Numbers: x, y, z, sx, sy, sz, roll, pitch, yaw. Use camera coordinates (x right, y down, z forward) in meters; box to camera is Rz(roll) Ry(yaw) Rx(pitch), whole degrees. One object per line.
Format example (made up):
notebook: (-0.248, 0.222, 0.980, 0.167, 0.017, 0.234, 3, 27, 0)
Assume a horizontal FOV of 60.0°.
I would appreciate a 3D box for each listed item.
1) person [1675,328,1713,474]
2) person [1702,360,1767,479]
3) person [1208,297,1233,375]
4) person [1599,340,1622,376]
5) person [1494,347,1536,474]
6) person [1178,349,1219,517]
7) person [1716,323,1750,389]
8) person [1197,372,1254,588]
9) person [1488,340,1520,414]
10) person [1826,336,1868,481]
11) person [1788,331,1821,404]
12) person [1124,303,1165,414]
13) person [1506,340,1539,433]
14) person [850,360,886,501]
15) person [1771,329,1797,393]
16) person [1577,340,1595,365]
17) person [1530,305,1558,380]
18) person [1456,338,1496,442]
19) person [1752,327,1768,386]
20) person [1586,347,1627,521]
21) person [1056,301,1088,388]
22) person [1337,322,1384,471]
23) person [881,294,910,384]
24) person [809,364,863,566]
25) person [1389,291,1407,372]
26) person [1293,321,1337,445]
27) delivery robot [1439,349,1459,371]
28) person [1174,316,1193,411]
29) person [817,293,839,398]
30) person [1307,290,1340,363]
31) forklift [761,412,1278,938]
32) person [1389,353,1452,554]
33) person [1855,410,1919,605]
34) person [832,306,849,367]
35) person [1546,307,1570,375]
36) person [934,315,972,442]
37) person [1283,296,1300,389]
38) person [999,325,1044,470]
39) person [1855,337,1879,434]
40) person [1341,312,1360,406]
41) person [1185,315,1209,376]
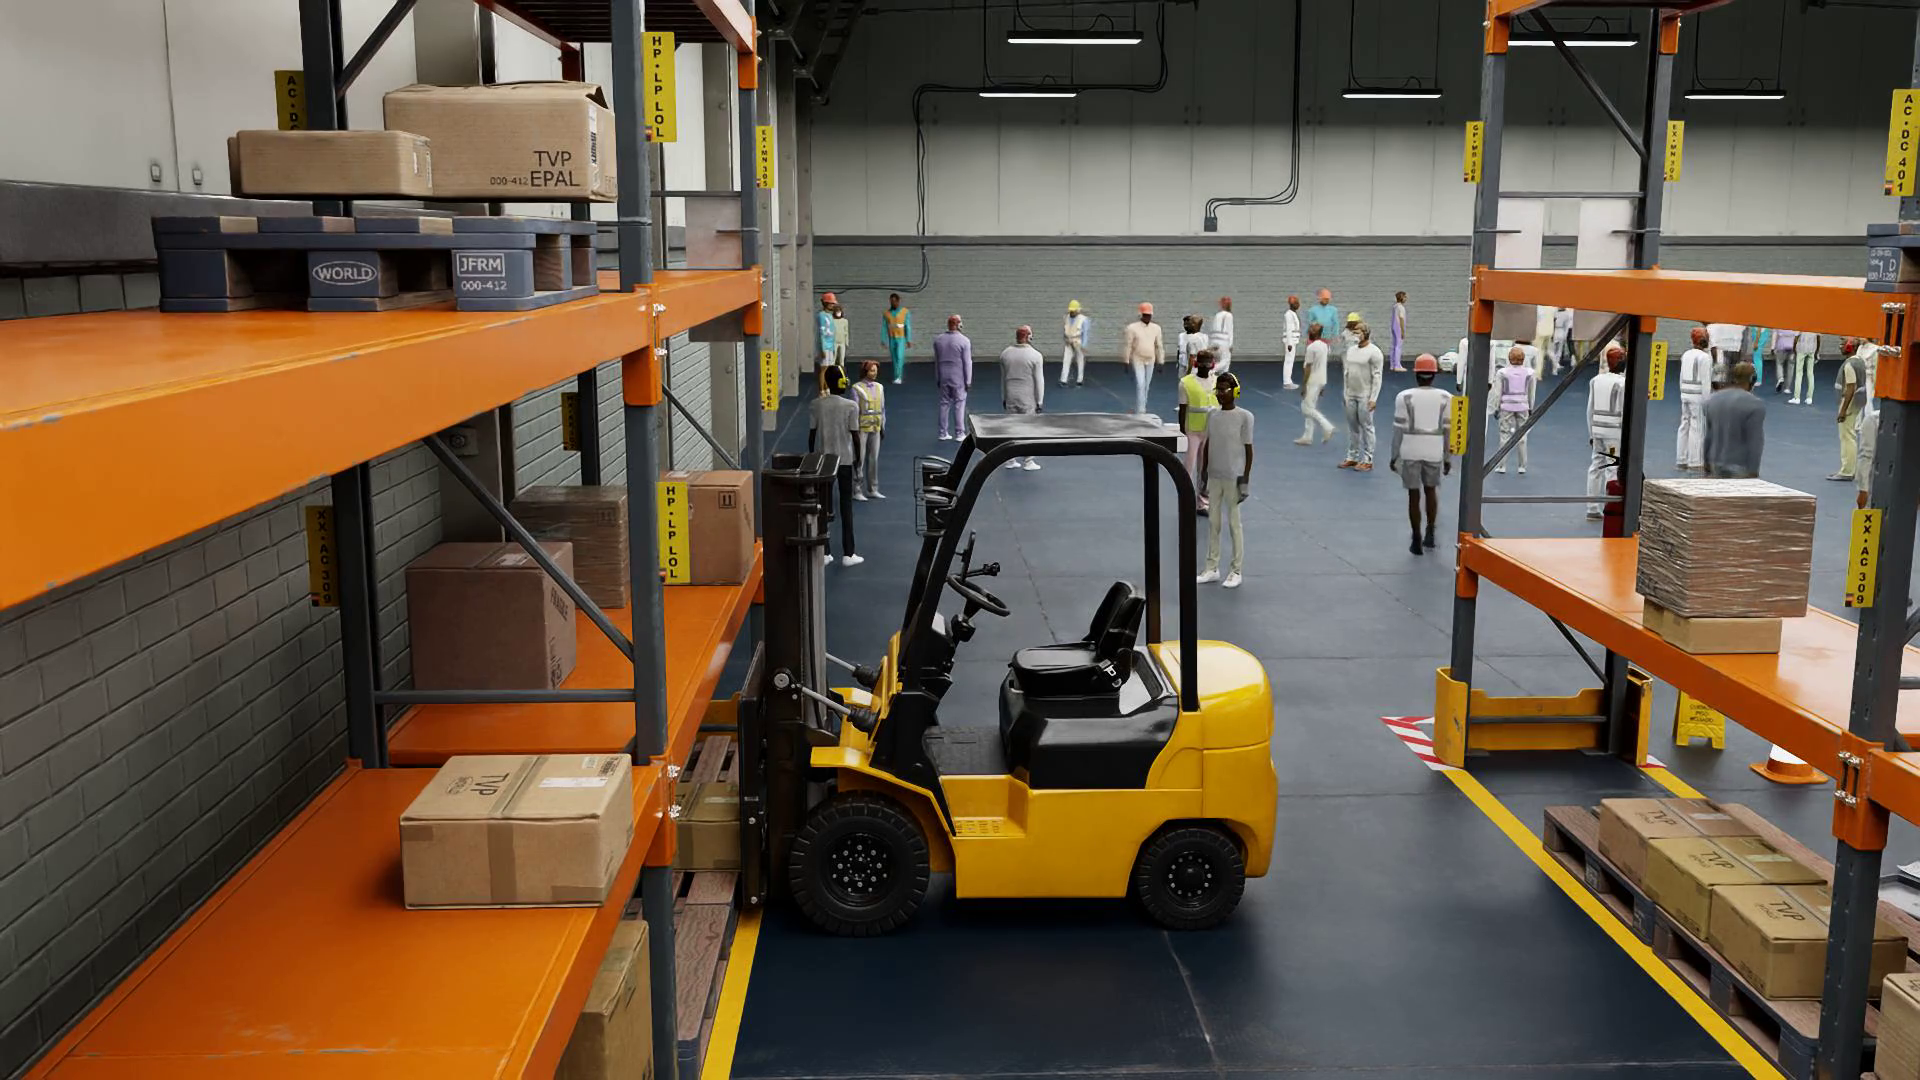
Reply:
person: (9.537, -1.805, 21.551, 0.355, 1.885, 0.575, -1, 10, -8)
person: (7.016, -0.687, 15.268, 0.634, 1.907, 0.671, -5, 11, -25)
person: (5.283, -3.988, 33.772, 0.683, 1.861, 0.607, -4, 11, -20)
person: (9.493, -2.298, 24.197, 0.384, 1.926, 0.550, 5, 11, 27)
person: (7.150, -1.666, 21.458, 0.514, 1.641, 0.307, 1, 10, 6)
person: (2.595, -1.146, 18.002, 0.564, 1.840, 0.397, -5, 12, -28)
person: (14.525, -3.558, 31.379, 0.604, 1.880, 0.952, 6, 12, 29)
person: (2.294, -0.525, 14.461, 0.510, 1.872, 0.328, 9, 14, 41)
person: (9.407, -3.120, 28.825, 0.606, 1.910, 0.393, 9, 14, 41)
person: (11.132, -1.652, 20.804, 0.377, 1.844, 0.567, 8, 13, 37)
person: (15.635, -3.454, 30.769, 0.514, 1.876, 0.328, 1, 10, 3)
person: (3.120, -2.951, 27.692, 0.654, 1.964, 0.836, -3, 11, -18)
person: (8.792, -2.489, 26.062, 0.505, 1.633, 0.279, 1, 10, 5)
person: (-1.071, -1.268, 19.274, 0.313, 1.632, 0.518, 9, 14, 42)
person: (16.343, -3.838, 32.810, 0.608, 1.905, 0.453, 5, 11, 25)
person: (15.319, -5.143, 40.517, 0.536, 1.753, 0.373, 6, 12, 31)
person: (12.534, -4.503, 36.146, 0.696, 2.000, 0.662, -4, 11, -22)
person: (7.688, -2.386, 24.812, 0.577, 1.878, 0.342, -2, 10, -9)
person: (16.577, -4.113, 34.559, 0.359, 1.835, 0.512, 6, 12, 28)
person: (6.899, -1.105, 17.658, 0.360, 1.882, 0.575, -4, 11, -21)
person: (2.297, -3.973, 33.904, 0.606, 1.776, 0.945, 6, 12, 30)
person: (5.243, -1.871, 21.771, 0.368, 1.939, 0.633, -6, 12, -29)
person: (-1.401, -4.208, 34.900, 0.609, 1.894, 0.738, 4, 11, 21)
person: (-1.146, -0.688, 15.404, 0.551, 1.863, 0.359, 3, 11, 15)
person: (10.139, -4.814, 38.423, 0.343, 1.847, 0.507, -2, 10, -9)
person: (5.204, -2.270, 24.278, 0.633, 1.832, 0.533, 7, 13, 35)
delivery robot: (11.110, -4.073, 37.615, 0.477, 0.478, 0.707, 7, 12, 35)
person: (4.013, -3.087, 29.216, 0.315, 1.696, 0.540, -9, 14, -42)
person: (-2.463, -3.607, 31.168, 0.400, 2.039, 0.609, 3, 11, 15)
person: (7.710, -4.311, 35.266, 0.640, 1.961, 0.657, 0, 10, -1)
forklift: (0.291, 0.548, 7.580, 2.313, 2.155, 1.214, 0, 10, -2)
person: (4.441, -0.835, 16.050, 0.555, 1.914, 0.595, 0, 10, 2)
person: (7.680, -0.425, 13.685, 0.618, 1.945, 0.394, -1, 10, -5)
person: (-2.602, -4.166, 35.393, 0.500, 1.636, 0.286, -5, 11, -27)
person: (13.380, -4.542, 37.242, 0.497, 1.725, 0.579, 0, 10, -1)
person: (-0.079, -2.424, 24.970, 0.644, 1.900, 0.399, 7, 12, 34)
person: (6.763, -4.024, 33.916, 0.342, 1.882, 0.587, 3, 11, 19)
person: (0.832, -1.863, 21.853, 0.636, 1.900, 0.401, 6, 12, 31)
person: (14.170, -2.490, 26.073, 0.326, 1.633, 0.532, -3, 11, -15)
person: (7.231, -3.323, 30.496, 0.490, 1.709, 0.840, 4, 11, 22)
person: (3.681, -2.594, 26.053, 0.344, 1.847, 0.504, 8, 13, 36)
